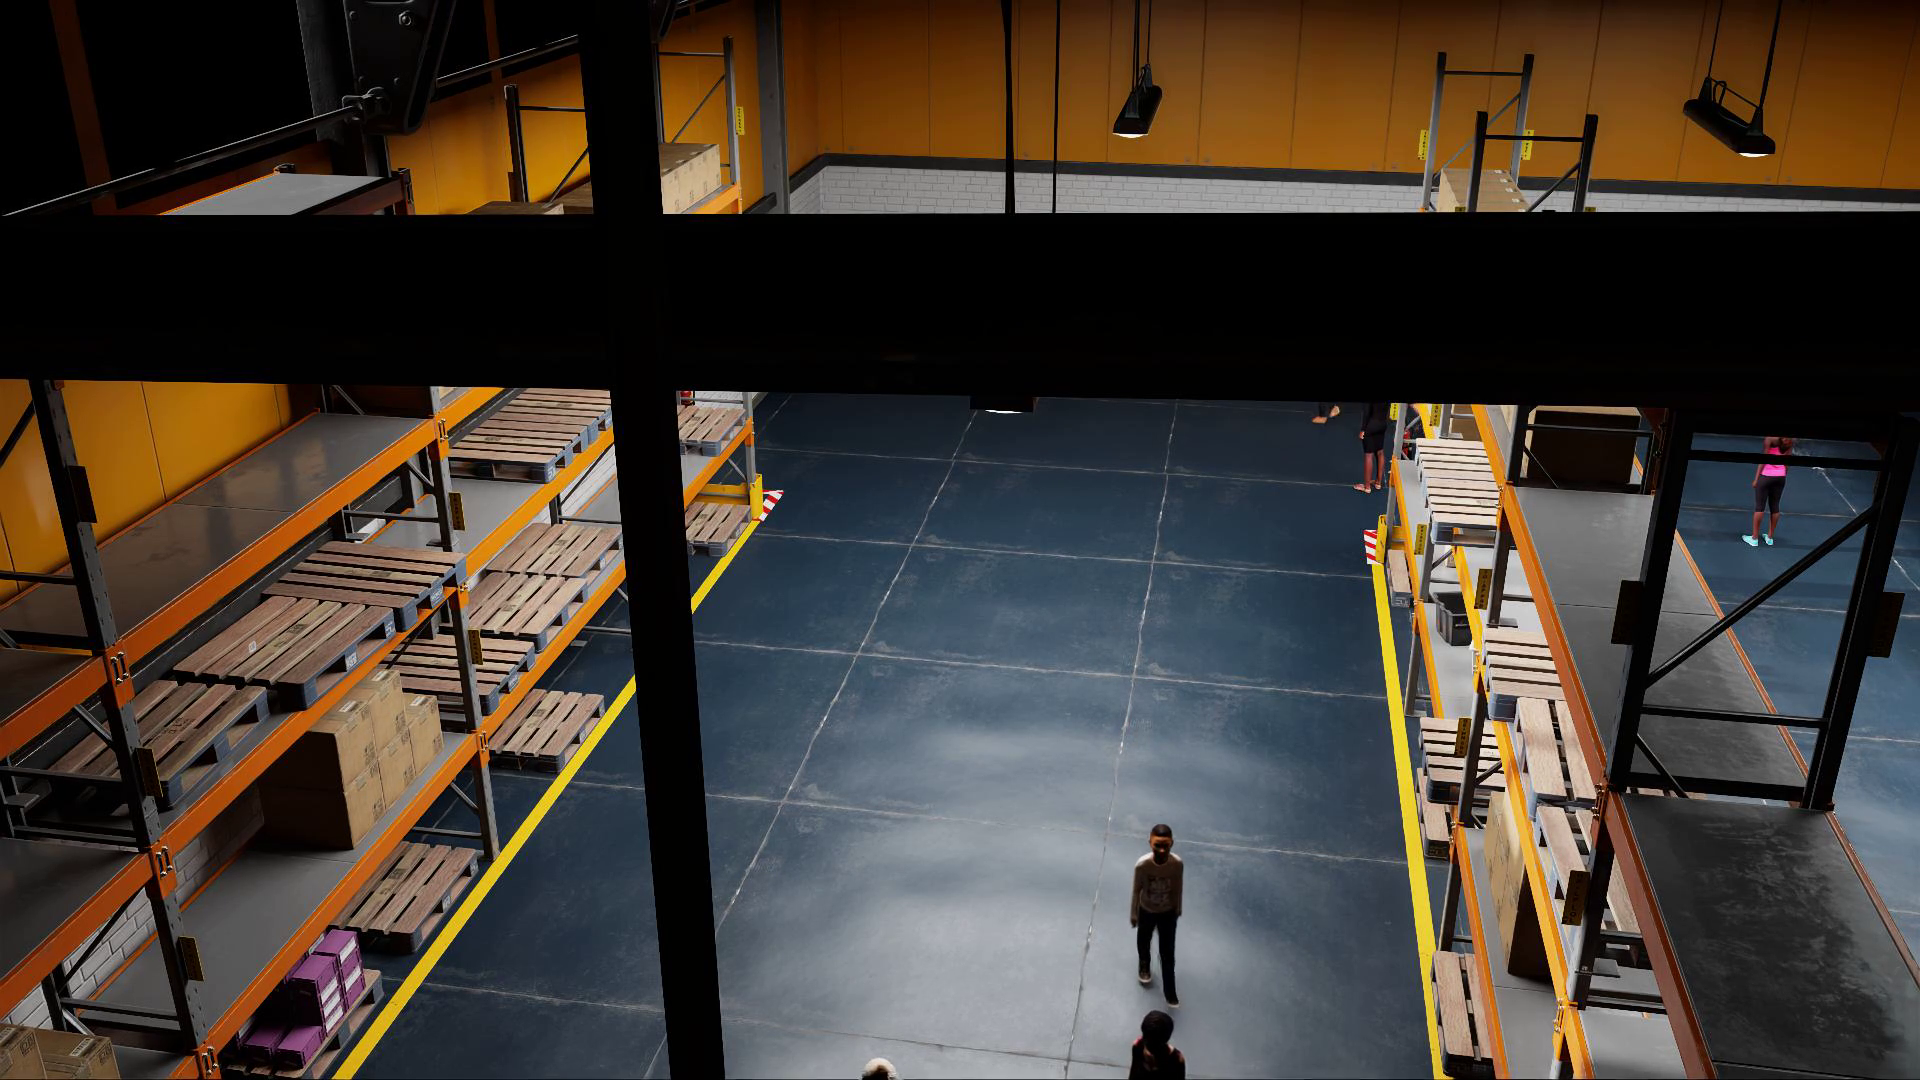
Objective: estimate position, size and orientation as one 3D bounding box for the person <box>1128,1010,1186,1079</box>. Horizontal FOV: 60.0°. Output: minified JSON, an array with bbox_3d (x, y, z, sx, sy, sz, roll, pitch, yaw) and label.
[{"bbox_3d":[1.265,3.645,10.662,0.624,1.551,0.645,17,29,33],"label":"person"}]

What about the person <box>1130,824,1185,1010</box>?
[{"bbox_3d":[1.498,2.782,12.771,0.697,1.442,0.937,-1,24,-3],"label":"person"}]

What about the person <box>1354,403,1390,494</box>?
[{"bbox_3d":[5.524,-1.479,22.173,0.681,1.719,0.727,-14,27,-29],"label":"person"}]

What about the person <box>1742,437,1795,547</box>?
[{"bbox_3d":[10.010,-0.758,20.519,0.629,1.723,0.628,-2,24,-5],"label":"person"}]
